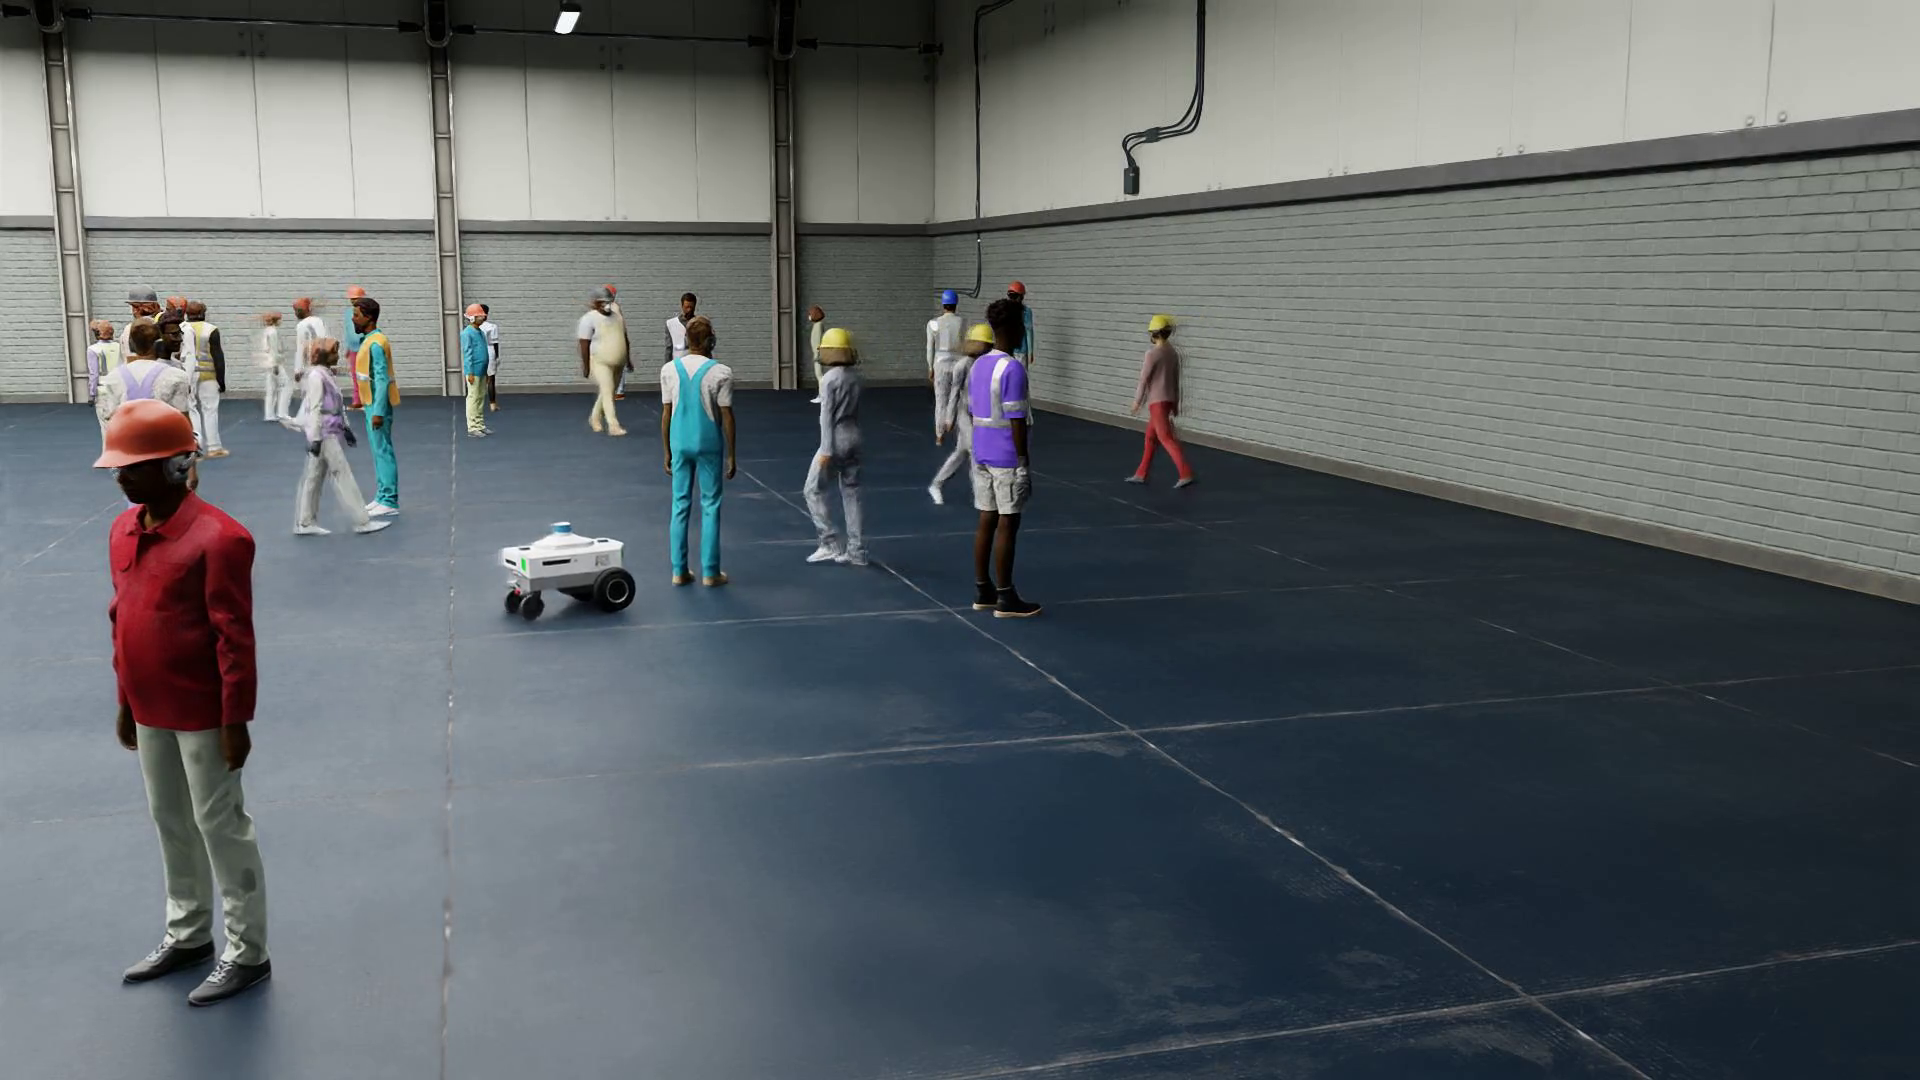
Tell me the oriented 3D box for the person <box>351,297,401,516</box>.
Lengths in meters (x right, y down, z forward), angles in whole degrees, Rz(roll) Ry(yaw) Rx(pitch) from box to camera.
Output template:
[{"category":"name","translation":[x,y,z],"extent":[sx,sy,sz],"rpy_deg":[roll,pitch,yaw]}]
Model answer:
[{"category":"person","translation":[-5.137,-1.170,14.657],"extent":[0.394,1.920,0.587],"rpy_deg":[-4,10,-25]}]

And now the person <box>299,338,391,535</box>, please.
[{"category":"person","translation":[-5.028,-0.823,13.455],"extent":[0.781,1.605,0.517],"rpy_deg":[-2,9,-15]}]

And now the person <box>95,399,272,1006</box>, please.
[{"category":"person","translation":[-2.265,0.463,4.805],"extent":[0.573,1.743,0.352],"rpy_deg":[5,10,30]}]

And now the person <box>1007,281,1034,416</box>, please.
[{"category":"person","translation":[0.851,-2.877,25.159],"extent":[0.607,2.044,0.378],"rpy_deg":[5,10,29]}]

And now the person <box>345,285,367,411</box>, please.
[{"category":"person","translation":[-9.506,-3.034,26.368],"extent":[0.616,1.983,0.408],"rpy_deg":[4,10,25]}]

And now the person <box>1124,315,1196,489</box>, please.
[{"category":"person","translation":[2.019,-1.371,16.556],"extent":[0.888,1.727,0.529],"rpy_deg":[7,11,36]}]

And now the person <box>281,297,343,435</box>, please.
[{"category":"person","translation":[-8.706,-2.312,22.203],"extent":[0.990,1.830,0.591],"rpy_deg":[1,9,4]}]

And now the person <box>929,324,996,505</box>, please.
[{"category":"person","translation":[0.033,-1.125,15.126],"extent":[0.880,1.685,0.485],"rpy_deg":[7,11,37]}]

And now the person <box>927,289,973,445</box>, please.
[{"category":"person","translation":[-0.113,-2.148,20.796],"extent":[0.605,1.951,0.381],"rpy_deg":[1,9,5]}]

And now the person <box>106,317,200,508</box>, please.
[{"category":"person","translation":[-5.063,-0.477,10.475],"extent":[0.511,1.843,0.330],"rpy_deg":[-1,9,-3]}]

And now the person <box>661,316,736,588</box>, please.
[{"category":"person","translation":[-1.760,-0.587,11.219],"extent":[0.525,1.834,0.355],"rpy_deg":[2,9,10]}]

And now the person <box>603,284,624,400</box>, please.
[{"category":"person","translation":[-6.027,-3.414,28.733],"extent":[0.395,1.994,0.612],"rpy_deg":[-5,10,-30]}]

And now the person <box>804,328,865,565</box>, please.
[{"category":"person","translation":[-0.910,-0.669,12.080],"extent":[0.519,1.725,0.497],"rpy_deg":[5,10,31]}]

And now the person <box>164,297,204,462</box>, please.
[{"category":"person","translation":[-8.837,-1.815,18.892],"extent":[0.355,1.882,0.575],"rpy_deg":[-7,12,-39]}]

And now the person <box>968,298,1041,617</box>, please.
[{"category":"person","translation":[0.265,-0.508,10.295],"extent":[0.365,1.960,0.635],"rpy_deg":[-5,10,-27]}]

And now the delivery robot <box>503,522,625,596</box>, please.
[{"category":"delivery robot","translation":[-2.470,0.133,10.381],"extent":[0.707,0.478,0.477],"rpy_deg":[-7,11,-36]}]

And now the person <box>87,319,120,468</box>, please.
[{"category":"person","translation":[-9.387,-1.607,18.330],"extent":[0.309,1.641,0.513],"rpy_deg":[2,9,15]}]

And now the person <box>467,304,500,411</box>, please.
[{"category":"person","translation":[-7.522,-2.871,26.247],"extent":[0.536,1.691,0.320],"rpy_deg":[1,9,9]}]

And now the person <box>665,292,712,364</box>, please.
[{"category":"person","translation":[-3.343,-2.088,20.528],"extent":[0.592,1.916,0.392],"rpy_deg":[-3,9,-18]}]

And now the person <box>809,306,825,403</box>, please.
[{"category":"person","translation":[-2.396,-3.121,28.049],"extent":[0.284,1.626,0.508],"rpy_deg":[-1,9,-9]}]

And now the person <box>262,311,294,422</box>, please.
[{"category":"person","translation":[-9.917,-2.525,24.225],"extent":[0.528,1.615,0.553],"rpy_deg":[-5,10,-30]}]

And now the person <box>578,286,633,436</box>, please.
[{"category":"person","translation":[-4.782,-2.439,22.364],"extent":[0.942,2.000,0.683],"rpy_deg":[7,11,36]}]

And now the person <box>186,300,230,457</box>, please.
[{"category":"person","translation":[-8.876,-1.878,19.426],"extent":[0.633,1.841,0.429],"rpy_deg":[1,9,5]}]

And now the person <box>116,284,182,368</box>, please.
[{"category":"person","translation":[-7.963,-1.483,16.268],"extent":[0.538,2.000,0.683],"rpy_deg":[2,9,12]}]

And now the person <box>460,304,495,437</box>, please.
[{"category":"person","translation":[-6.400,-2.251,22.068],"extent":[0.322,1.755,0.563],"rpy_deg":[1,9,7]}]
